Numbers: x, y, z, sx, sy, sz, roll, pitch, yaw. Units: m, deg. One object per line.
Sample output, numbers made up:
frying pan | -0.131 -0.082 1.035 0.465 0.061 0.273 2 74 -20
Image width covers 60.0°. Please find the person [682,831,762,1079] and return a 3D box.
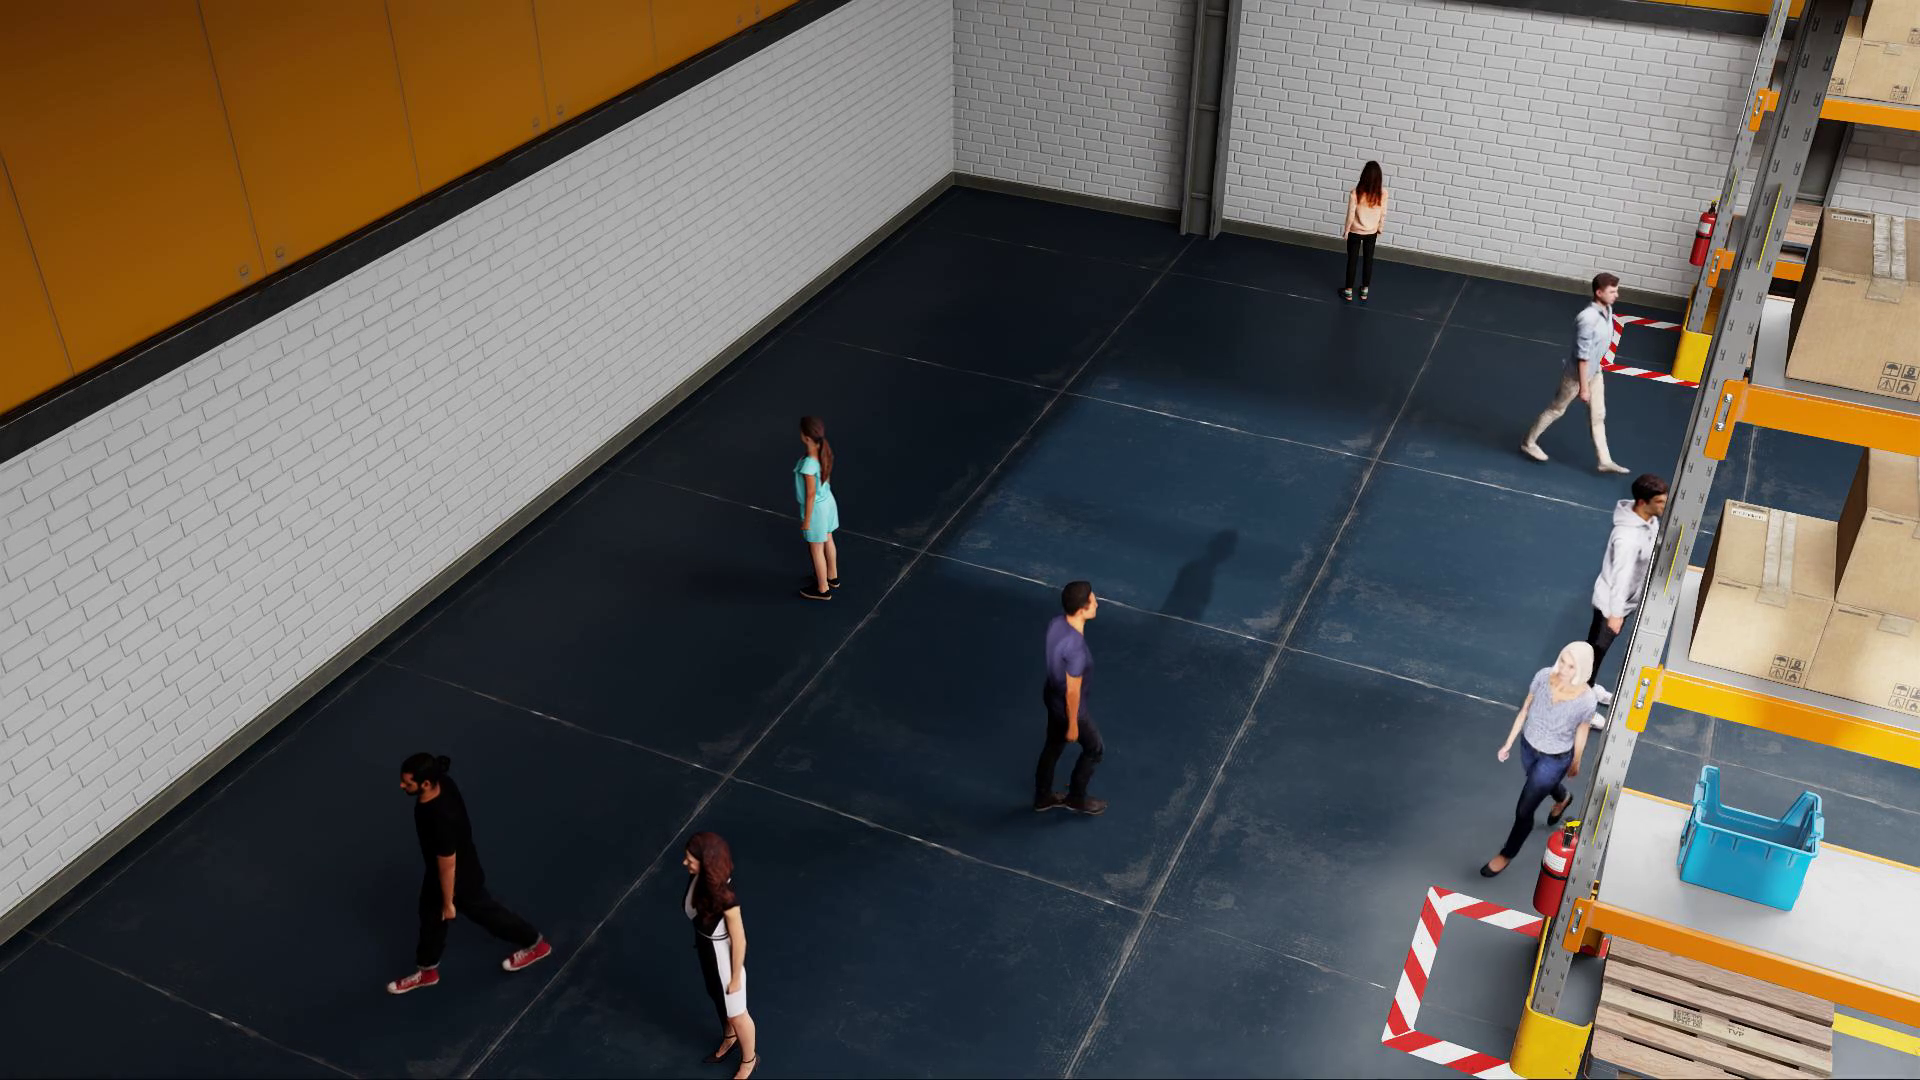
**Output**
person | -1.255 2.201 8.729 0.718 1.795 0.613 -20 38 -27

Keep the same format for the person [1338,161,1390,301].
person | 4.151 -3.191 17.121 0.608 1.484 0.710 -4 34 -5

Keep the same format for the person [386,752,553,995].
person | -2.737 1.857 9.325 1.153 1.708 1.169 -15 36 -21

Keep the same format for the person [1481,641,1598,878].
person | 3.649 1.271 10.225 1.060 1.687 1.141 -19 38 -27

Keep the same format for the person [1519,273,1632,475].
person | 5.219 -1.428 14.187 1.270 1.796 0.949 29 43 36

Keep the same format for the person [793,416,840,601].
person | -1.089 -0.254 12.636 0.525 1.558 0.551 12 36 18

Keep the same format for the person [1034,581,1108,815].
person | 0.593 1.039 10.493 0.880 1.776 0.833 -7 34 -11

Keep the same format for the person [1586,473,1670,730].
person | 4.473 0.380 11.348 0.645 1.929 0.714 21 39 28
